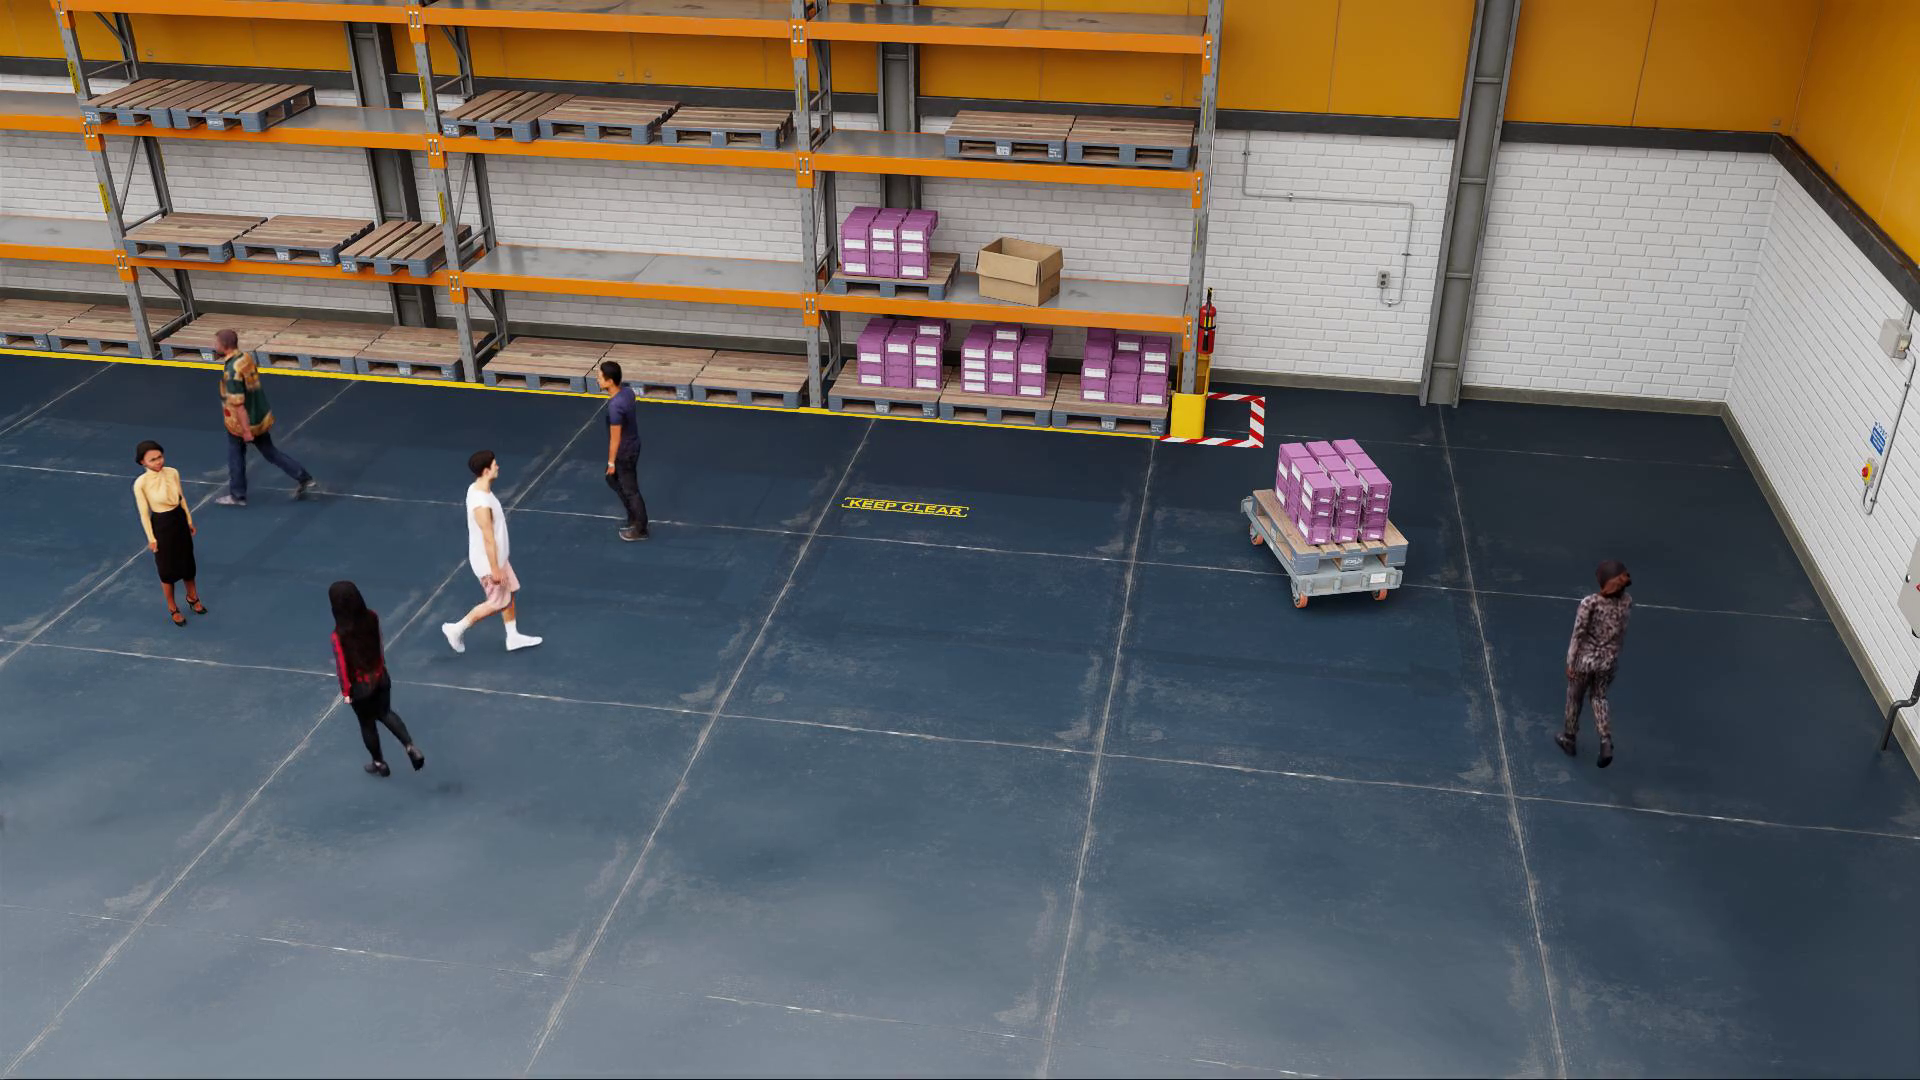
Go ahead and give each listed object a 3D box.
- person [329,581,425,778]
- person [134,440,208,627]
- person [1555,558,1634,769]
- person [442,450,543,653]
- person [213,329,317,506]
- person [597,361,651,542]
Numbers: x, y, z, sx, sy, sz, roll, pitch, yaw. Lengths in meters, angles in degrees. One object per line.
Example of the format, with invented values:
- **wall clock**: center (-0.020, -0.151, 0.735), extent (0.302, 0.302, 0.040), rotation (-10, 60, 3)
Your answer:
- **person**: center (-4.158, 1.029, 11.871), extent (0.884, 1.644, 0.720), rotation (13, 31, 23)
- **person**: center (-6.590, -0.070, 13.877), extent (0.656, 1.653, 0.645), rotation (16, 32, 27)
- **person**: center (4.616, 0.926, 12.000), extent (0.907, 1.701, 0.804), rotation (-4, 29, -7)
- **person**: center (-3.857, 0.158, 13.351), extent (1.108, 1.757, 0.922), rotation (-6, 29, -11)
- **person**: center (-6.638, -1.139, 15.704), extent (1.273, 1.780, 0.929), rotation (-3, 29, -5)
- **person**: center (-2.952, -0.797, 15.080), extent (0.676, 1.779, 0.735), rotation (-1, 29, -1)
